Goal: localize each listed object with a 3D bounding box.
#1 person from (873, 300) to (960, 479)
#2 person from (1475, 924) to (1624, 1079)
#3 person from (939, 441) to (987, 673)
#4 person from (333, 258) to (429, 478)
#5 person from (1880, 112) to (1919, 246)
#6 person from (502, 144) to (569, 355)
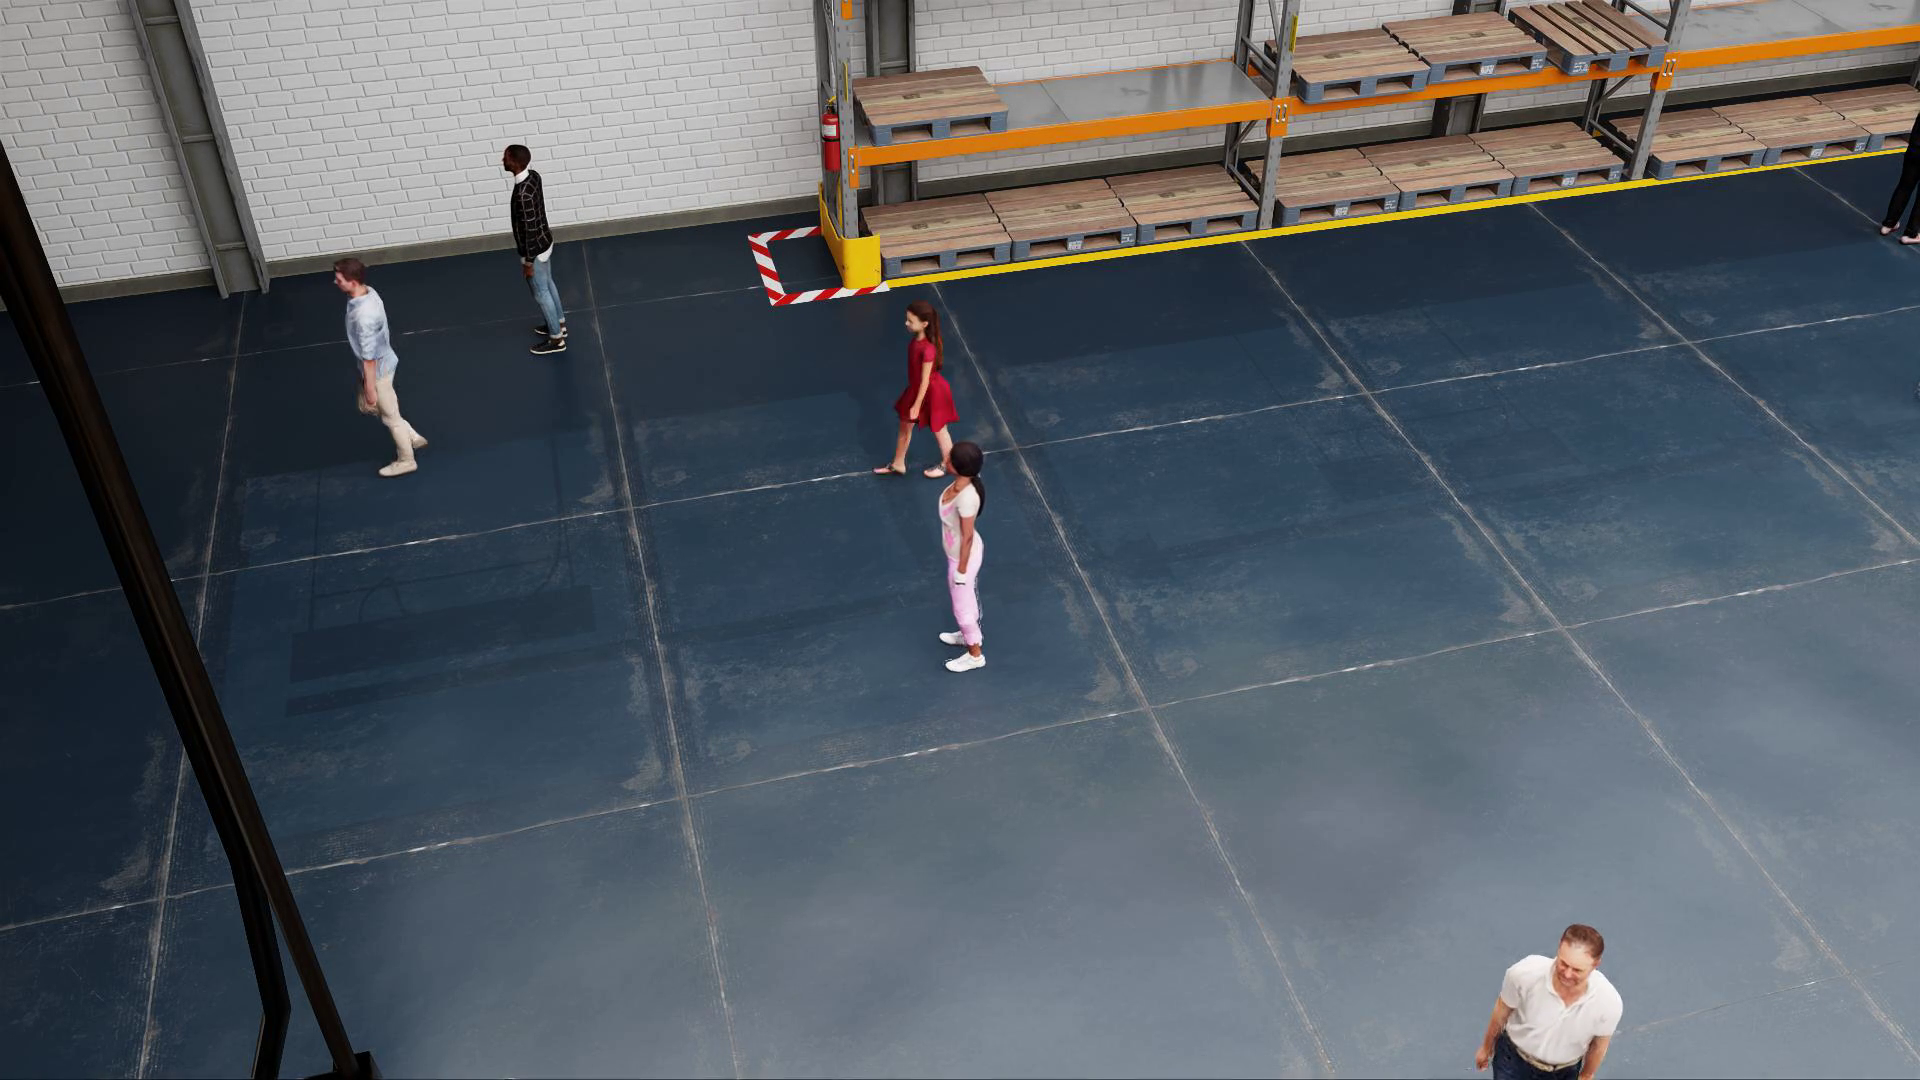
[{"bbox_3d":[-0.162,-1.096,12.262,0.874,1.528,0.582,-14,41,-17],"label":"person"},{"bbox_3d":[2.711,2.338,7.710,0.933,1.842,1.006,23,44,26],"label":"person"},{"bbox_3d":[0.030,0.096,10.599,0.629,1.741,0.655,1,39,2],"label":"person"},{"bbox_3d":[-4.194,-1.266,12.224,0.678,1.841,0.680,-12,40,-14],"label":"person"},{"bbox_3d":[8.853,-3.494,15.194,0.696,1.615,0.699,-19,42,-22],"label":"person"},{"bbox_3d":[-3.483,-2.401,13.662,0.623,1.821,0.715,-2,39,-2],"label":"person"}]
